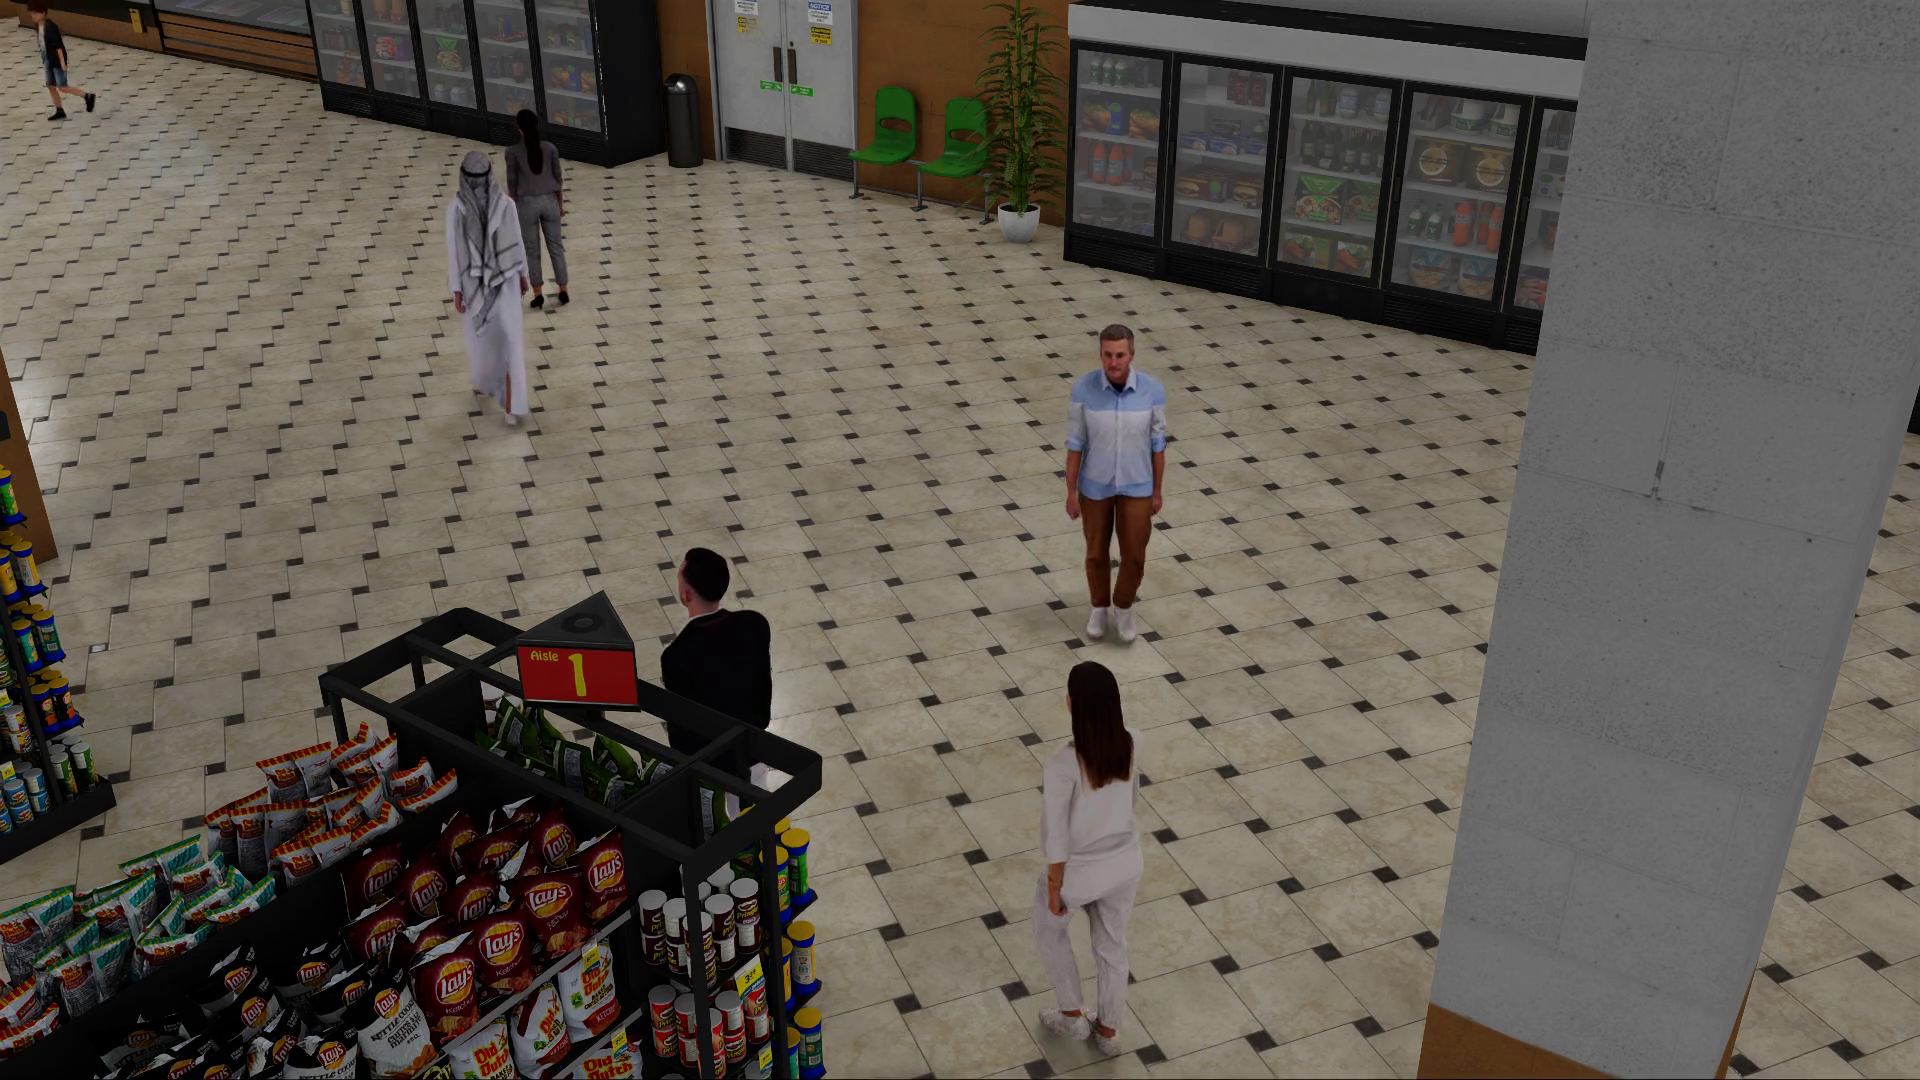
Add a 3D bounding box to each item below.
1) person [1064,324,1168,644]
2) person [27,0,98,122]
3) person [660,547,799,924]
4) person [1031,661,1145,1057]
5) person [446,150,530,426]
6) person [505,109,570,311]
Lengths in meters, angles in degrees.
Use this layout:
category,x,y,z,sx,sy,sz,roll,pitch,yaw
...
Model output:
category,x,y,z,sx,sy,sz,roll,pitch,yaw
person,0.837,-0.329,8.968,0.820,1.811,0.834,3,27,6
person,-10.964,-5.842,20.262,0.561,1.430,0.802,21,34,35
person,-0.863,0.927,6.516,1.242,1.790,0.960,-22,34,-36
person,0.527,1.223,6.058,0.672,1.675,0.773,-14,30,-25
person,-3.262,-1.720,11.618,1.190,1.896,1.153,-11,29,-20
person,-3.527,-2.760,13.911,0.688,1.678,0.782,-12,29,-22
